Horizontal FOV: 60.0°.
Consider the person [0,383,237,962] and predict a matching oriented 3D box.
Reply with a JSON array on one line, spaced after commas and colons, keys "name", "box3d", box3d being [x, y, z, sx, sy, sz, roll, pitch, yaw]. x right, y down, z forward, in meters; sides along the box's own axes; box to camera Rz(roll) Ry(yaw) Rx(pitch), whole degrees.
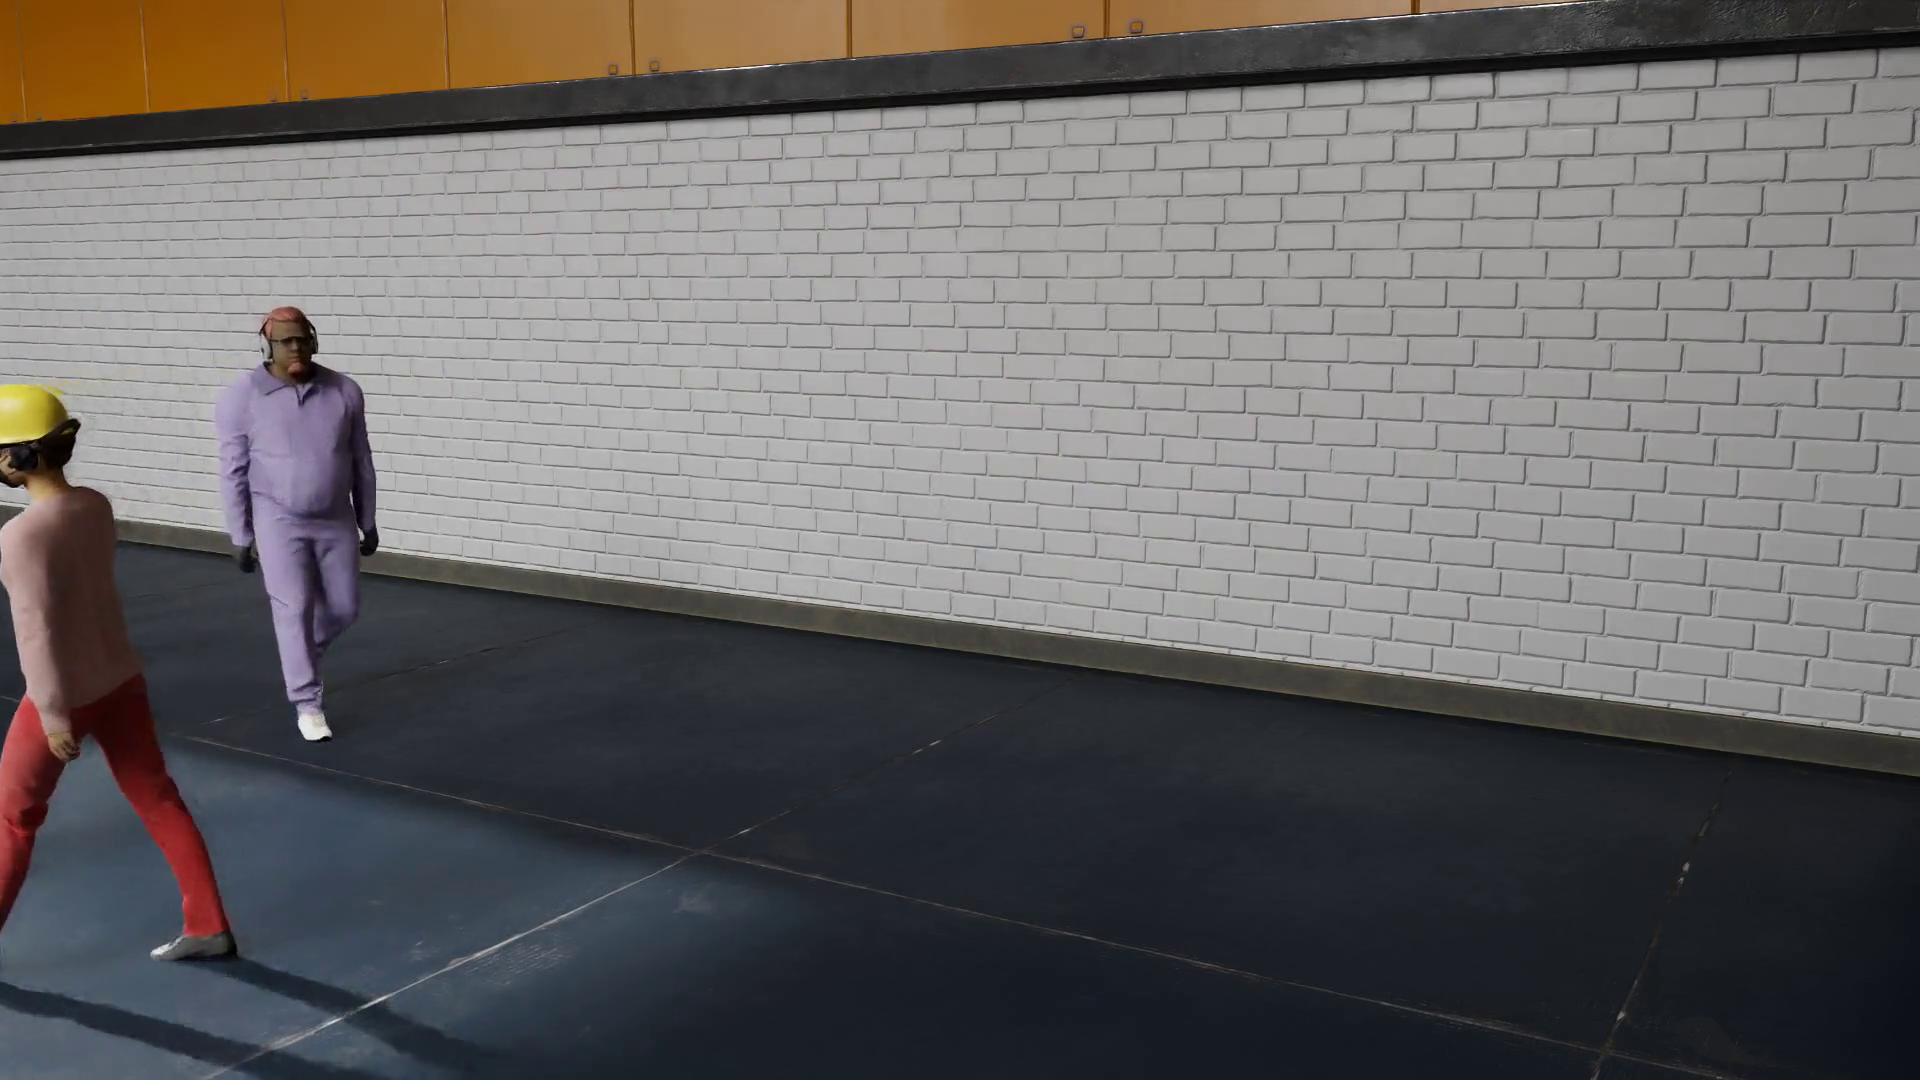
[{"name": "person", "box3d": [-2.563, 0.417, 4.739, 0.923, 1.718, 0.541, 0, 9, 3]}]

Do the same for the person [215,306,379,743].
[{"name": "person", "box3d": [-2.922, -0.089, 7.352, 0.654, 1.882, 0.687, -8, 12, -39]}]
